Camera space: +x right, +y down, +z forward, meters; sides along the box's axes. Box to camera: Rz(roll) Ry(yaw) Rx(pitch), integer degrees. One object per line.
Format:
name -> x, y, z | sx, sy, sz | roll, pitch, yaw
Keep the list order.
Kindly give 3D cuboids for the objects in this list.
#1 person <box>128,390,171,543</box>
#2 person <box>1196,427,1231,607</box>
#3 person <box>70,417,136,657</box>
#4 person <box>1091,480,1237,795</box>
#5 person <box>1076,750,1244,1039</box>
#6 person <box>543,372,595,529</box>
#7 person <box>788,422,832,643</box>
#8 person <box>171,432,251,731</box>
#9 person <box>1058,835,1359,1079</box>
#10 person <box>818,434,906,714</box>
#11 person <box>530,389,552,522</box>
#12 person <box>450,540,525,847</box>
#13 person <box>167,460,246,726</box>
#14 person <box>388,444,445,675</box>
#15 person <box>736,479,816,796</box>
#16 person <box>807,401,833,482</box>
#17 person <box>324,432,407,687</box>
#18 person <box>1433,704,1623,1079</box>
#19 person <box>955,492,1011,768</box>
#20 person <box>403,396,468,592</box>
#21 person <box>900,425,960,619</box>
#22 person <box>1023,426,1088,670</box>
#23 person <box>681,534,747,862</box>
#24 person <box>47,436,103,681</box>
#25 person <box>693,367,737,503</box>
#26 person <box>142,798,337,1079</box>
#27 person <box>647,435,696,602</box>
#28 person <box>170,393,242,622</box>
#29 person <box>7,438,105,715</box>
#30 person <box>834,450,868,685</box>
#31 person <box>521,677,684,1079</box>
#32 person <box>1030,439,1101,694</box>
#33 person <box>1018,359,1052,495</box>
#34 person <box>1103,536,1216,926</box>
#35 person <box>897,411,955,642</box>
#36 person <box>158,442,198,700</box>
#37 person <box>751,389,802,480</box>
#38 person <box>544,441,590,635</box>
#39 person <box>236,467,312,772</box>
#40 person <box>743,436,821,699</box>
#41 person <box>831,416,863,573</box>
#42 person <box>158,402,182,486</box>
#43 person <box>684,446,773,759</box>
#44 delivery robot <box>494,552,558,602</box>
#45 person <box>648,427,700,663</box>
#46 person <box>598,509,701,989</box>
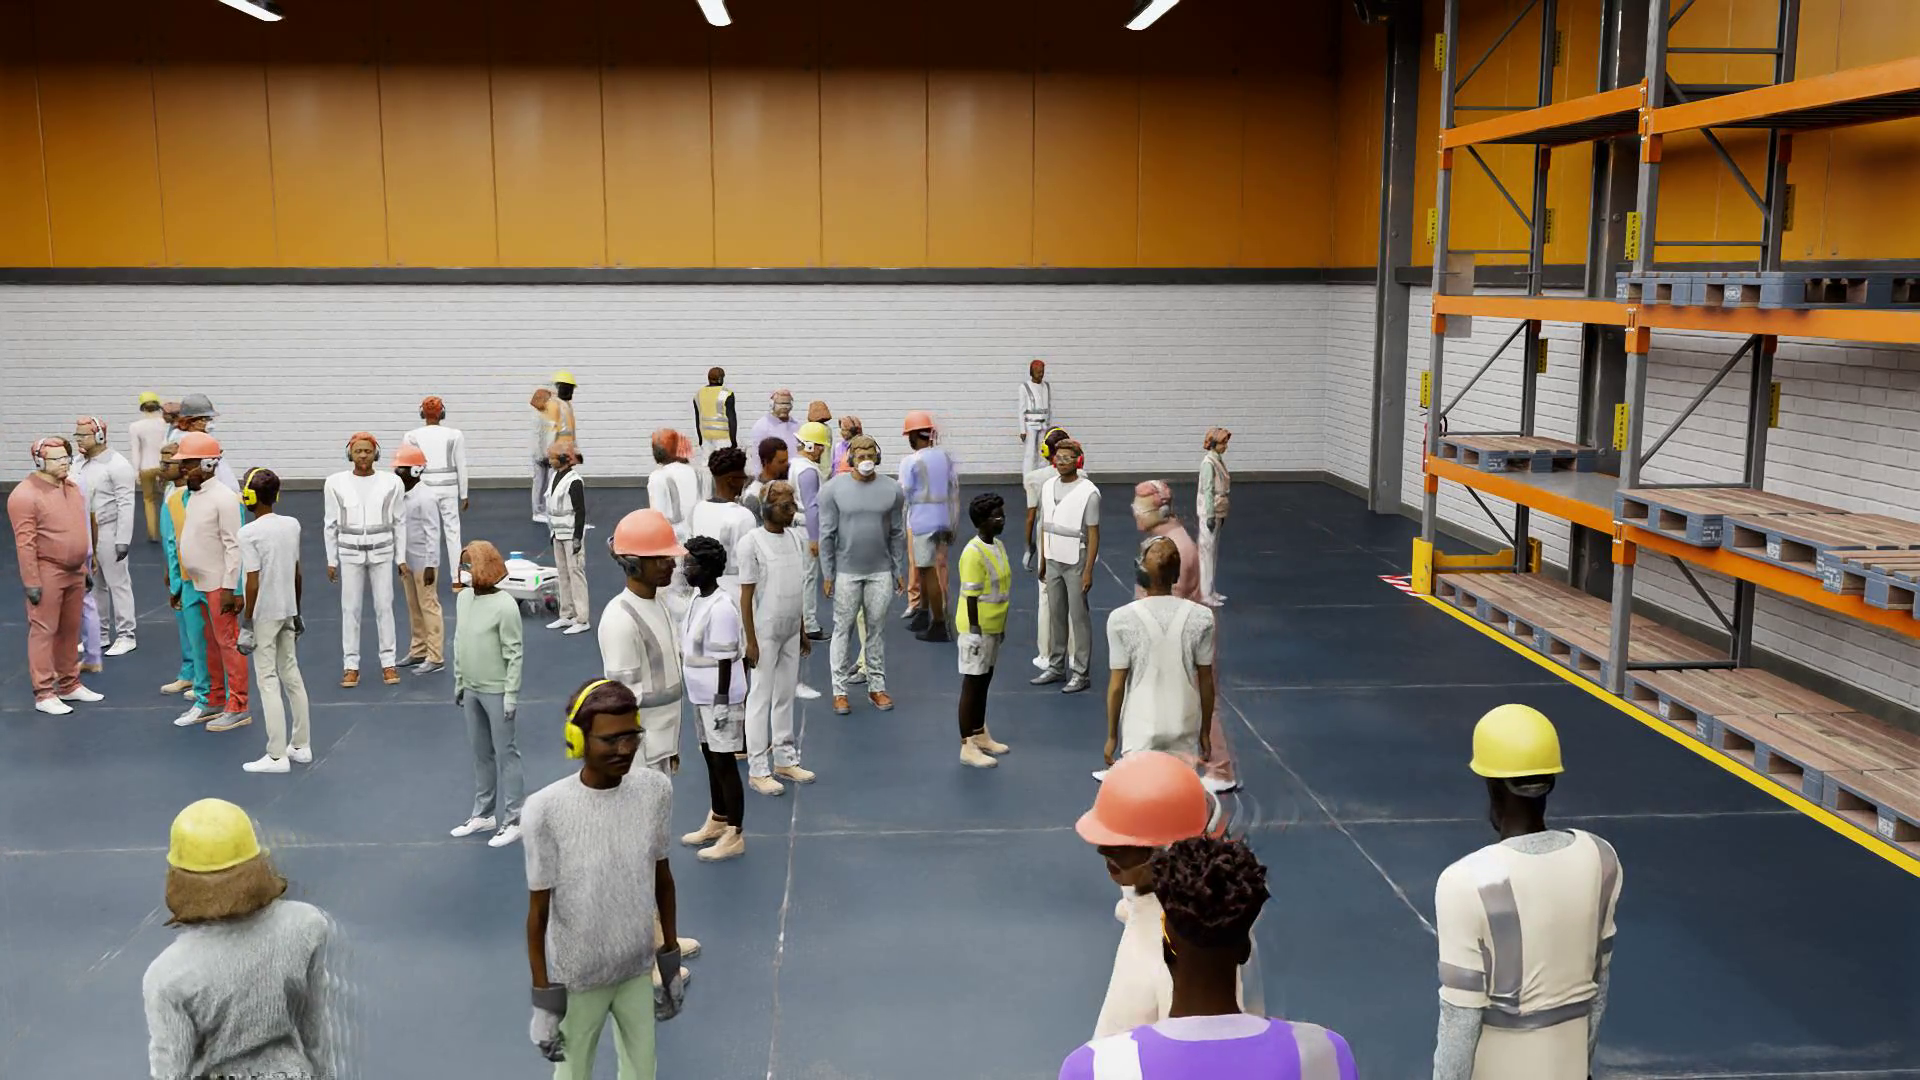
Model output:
person -> -8.994, -0.807, 18.622 | 0.524, 1.742, 0.615 | -6, 11, -33
person -> 2.325, -0.220, 15.298 | 0.308, 1.640, 0.511 | 3, 9, 17
person -> -6.869, -0.029, 13.259 | 0.641, 1.909, 0.409 | 4, 10, 23
person -> 1.184, 0.579, 9.606 | 0.936, 1.859, 0.668 | -1, 9, -4
person -> 0.559, 1.428, 3.998 | 1.017, 1.949, 0.619 | 2, 9, 10
person -> -4.743, -1.071, 19.955 | 0.699, 1.872, 0.630 | 1, 9, 4
person -> -1.251, -0.068, 13.769 | 0.404, 1.822, 0.588 | -3, 10, -18
person -> -5.002, 0.271, 11.095 | 0.611, 1.996, 0.378 | 8, 12, 39
person -> 0.469, 1.535, 3.252 | 0.613, 1.963, 0.362 | -2, 9, -10
person -> -0.672, 0.230, 11.532 | 0.627, 1.941, 0.373 | -3, 10, -19
person -> -5.146, -1.048, 20.508 | 0.269, 1.632, 0.504 | 0, 9, 1
person -> -2.520, 0.809, 8.854 | 0.498, 1.634, 0.281 | 7, 11, 36
person -> -5.033, 0.301, 11.144 | 0.596, 1.920, 0.380 | 3, 9, 17
person -> -4.148, 0.142, 12.657 | 0.334, 1.755, 0.564 | -8, 12, -40
person -> -1.076, 0.559, 9.767 | 0.345, 1.844, 0.506 | 6, 11, 35
person -> -1.560, -0.730, 18.520 | 0.279, 1.633, 0.500 | 2, 9, 12
person -> -4.376, 0.140, 12.268 | 0.572, 1.885, 0.353 | -3, 10, -19
person -> 1.440, 1.379, 4.362 | 0.591, 1.923, 0.382 | -5, 10, -27
person -> 0.148, 0.543, 10.320 | 0.322, 1.696, 0.536 | 3, 10, 19
person -> -4.972, -0.426, 15.826 | 0.573, 1.883, 0.355 | -2, 9, -12
person -> -0.290, -0.168, 14.610 | 0.571, 1.751, 0.329 | 2, 9, 14
person -> 0.742, 0.065, 12.770 | 0.518, 1.877, 0.329 | 0, 9, -3
person -> -1.287, 0.810, 8.675 | 0.319, 1.689, 0.540 | -4, 10, -26
person -> -6.685, 0.135, 12.466 | 0.355, 1.835, 0.516 | 3, 9, 17
person -> -3.181, -1.350, 21.806 | 0.618, 1.835, 0.430 | 5, 10, 28
person -> -1.806, 1.496, 4.270 | 0.629, 1.710, 0.494 | 8, 12, 42
person -> -2.261, 0.022, 13.421 | 0.343, 1.749, 0.572 | 5, 10, 28
person -> -6.376, -0.230, 14.103 | 0.537, 2.000, 0.683 | -2, 9, -13
person -> -6.268, 0.238, 11.580 | 0.400, 1.910, 0.643 | 1, 9, 8
person -> -0.759, 0.198, 12.344 | 0.339, 1.742, 0.563 | -1, 9, -3
person -> -1.057, 1.315, 4.985 | 0.516, 1.860, 0.316 | -7, 12, -39
person -> 0.795, 0.180, 12.129 | 0.390, 1.849, 0.565 | -8, 12, -39
person -> 1.043, -1.538, 22.835 | 0.583, 1.879, 0.365 | -8, 12, -41
person -> 0.915, 0.892, 7.670 | 0.504, 1.847, 0.344 | -1, 9, -4
person -> -0.337, -0.115, 13.805 | 0.724, 1.898, 0.568 | 7, 11, 37
person -> -5.532, 0.219, 11.899 | 0.507, 1.846, 0.345 | 6, 11, 35
person -> -1.774, -0.559, 16.609 | 0.399, 1.903, 0.643 | 7, 12, 39
person -> -3.327, -0.024, 14.067 | 0.311, 1.639, 0.523 | -7, 11, -38
person -> -4.214, 0.486, 10.143 | 0.313, 1.869, 0.538 | 3, 9, 17
person -> -1.381, 0.188, 11.946 | 0.783, 1.894, 0.612 | 3, 9, 17
person -> -1.078, -0.423, 16.576 | 0.512, 1.638, 0.312 | 7, 11, 37
person -> -8.649, -0.710, 18.404 | 0.548, 1.631, 0.359 | 9, 12, 43
person -> -1.471, 0.388, 10.452 | 0.608, 1.966, 0.370 | 8, 12, 41
delivery robot -> -3.951, 0.347, 14.839 | 0.707, 0.478, 0.477 | 4, 10, 22
person -> -2.117, 0.063, 12.820 | 0.605, 1.864, 0.613 | 4, 10, 24
person -> -1.328, 0.878, 7.137 | 0.371, 2.044, 0.608 | 0, 9, 1
